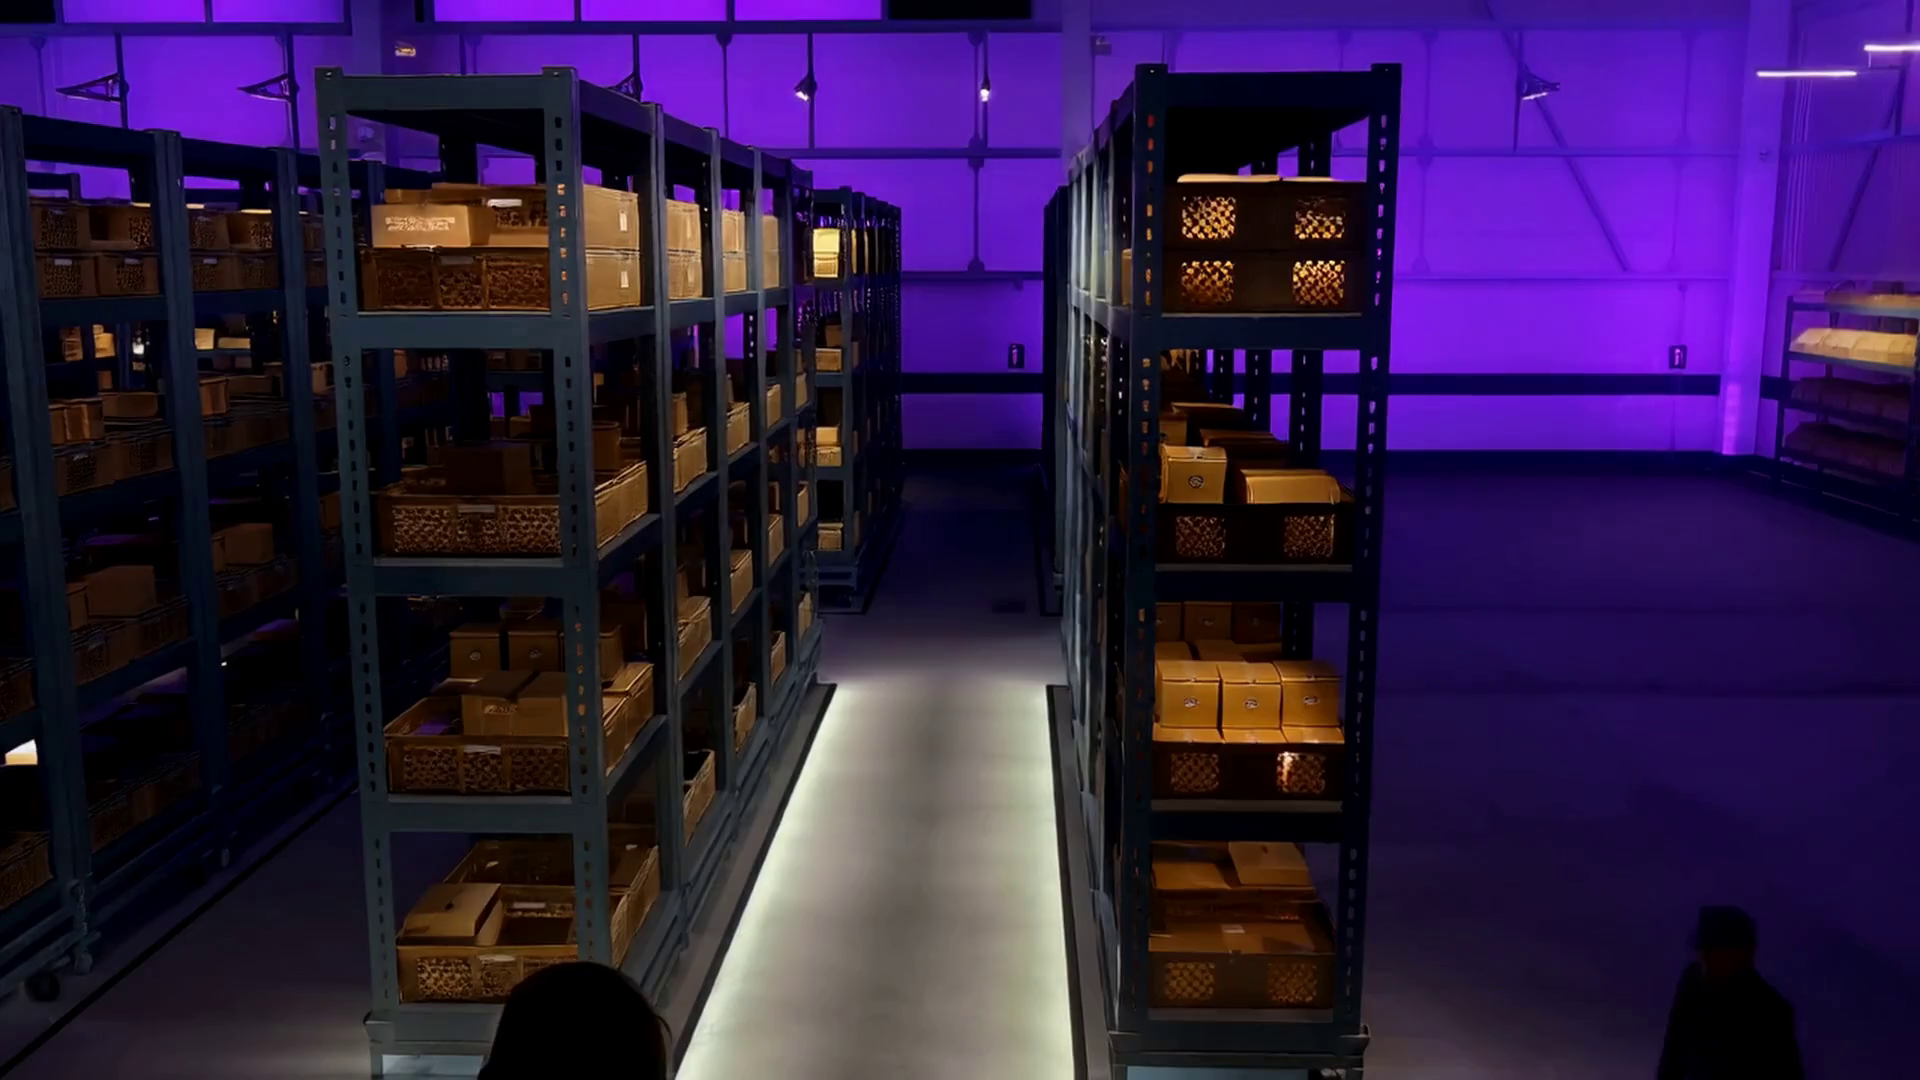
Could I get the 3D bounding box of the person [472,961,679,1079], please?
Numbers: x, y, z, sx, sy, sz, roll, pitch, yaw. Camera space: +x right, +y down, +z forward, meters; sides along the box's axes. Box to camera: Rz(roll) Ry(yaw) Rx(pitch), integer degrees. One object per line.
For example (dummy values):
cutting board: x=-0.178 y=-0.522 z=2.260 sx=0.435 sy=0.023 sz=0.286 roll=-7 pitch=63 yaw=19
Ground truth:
person: x=-0.569 y=1.606 z=2.605 sx=0.612 sy=1.997 sz=0.375 roll=7 pitch=12 yaw=35
